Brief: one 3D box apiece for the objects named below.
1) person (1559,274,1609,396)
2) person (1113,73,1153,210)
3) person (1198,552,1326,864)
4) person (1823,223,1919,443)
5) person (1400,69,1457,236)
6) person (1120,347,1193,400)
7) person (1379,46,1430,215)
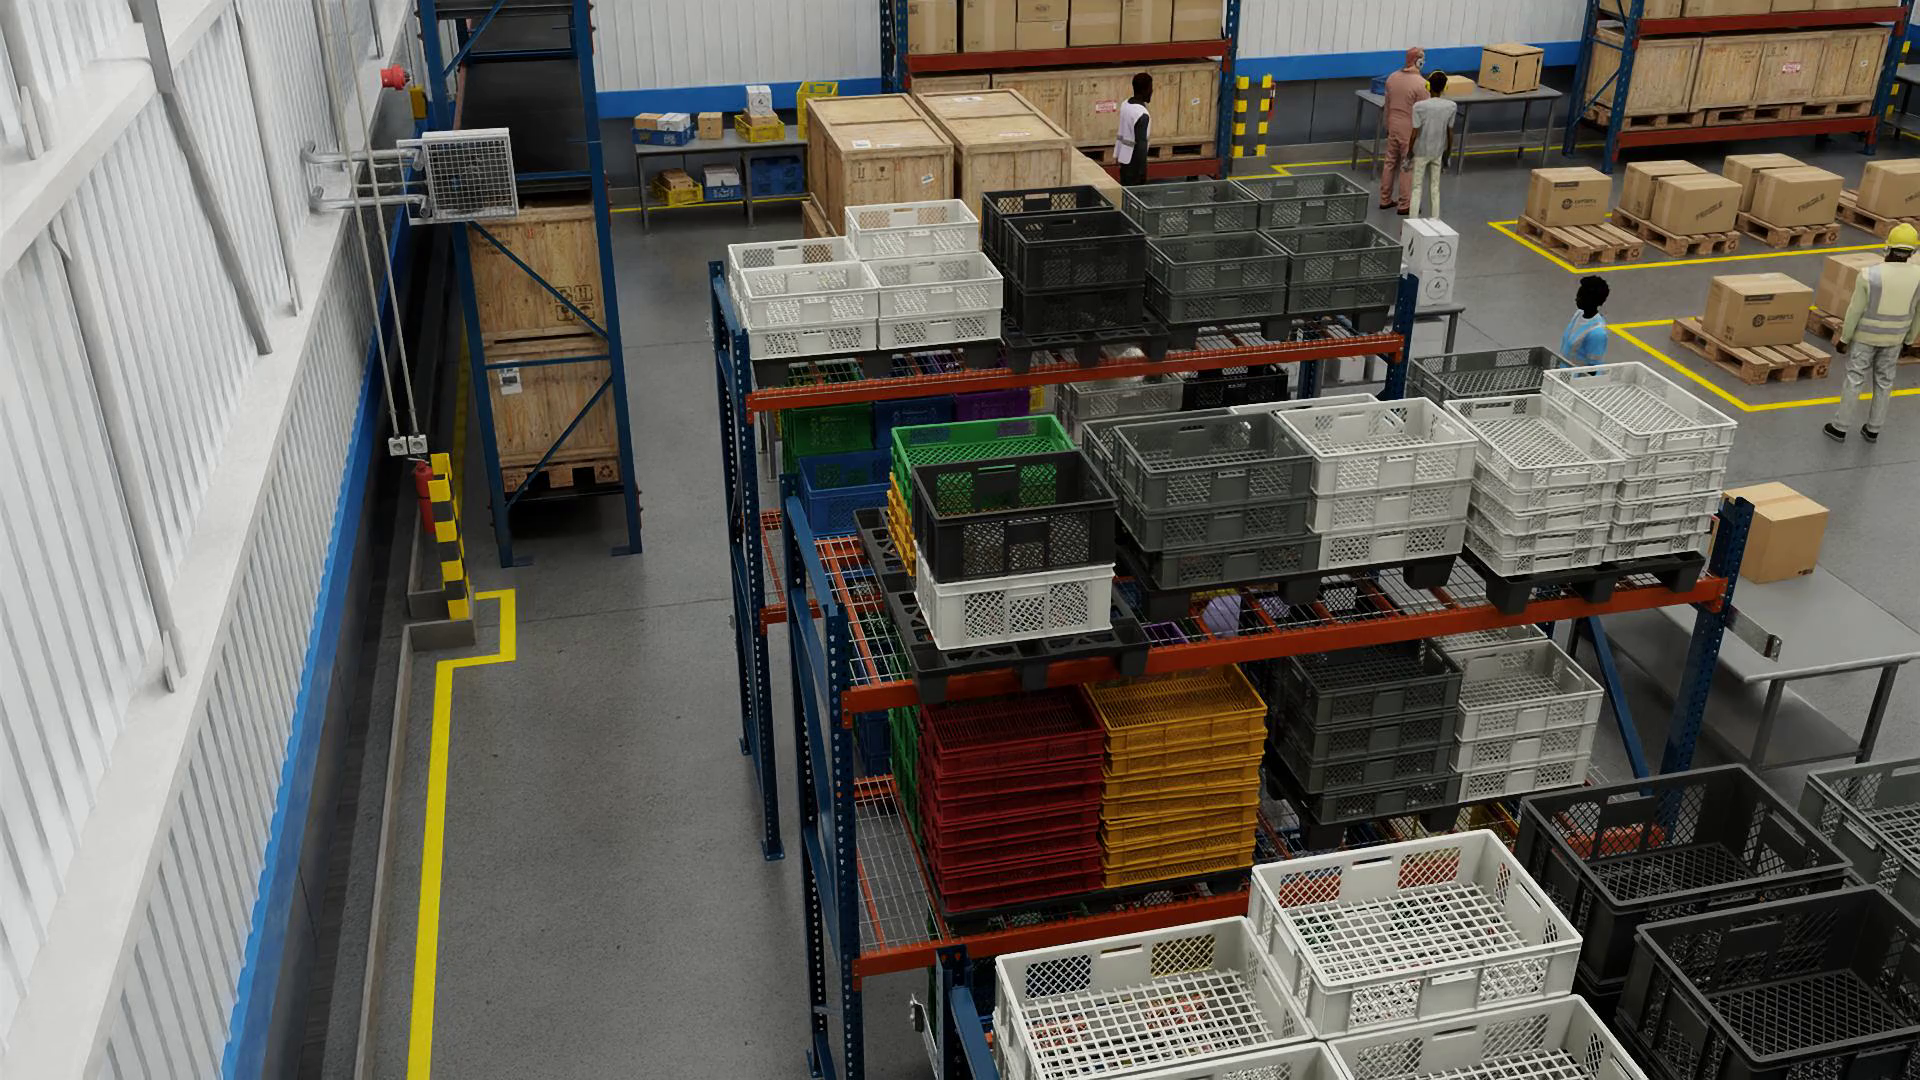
[{"bbox_3d":[4.749,-1.219,12.811,0.318,1.697,0.535,0,28,0],"label":"person"},{"bbox_3d":[1.872,-4.106,18.066,0.388,1.911,0.592,-7,29,-13],"label":"person"},{"bbox_3d":[1.531,0.856,8.626,0.634,1.933,0.371,-2,28,-3],"label":"person"},{"bbox_3d":[7.459,-1.671,13.525,0.599,1.830,0.404,3,28,5],"label":"person"},{"bbox_3d":[5.156,-4.228,18.338,0.534,1.868,0.310,-2,28,-4],"label":"person"},{"bbox_3d":[1.280,-0.709,11.715,0.589,1.839,0.898,17,32,29],"label":"person"},{"bbox_3d":[5.184,-4.748,19.283,0.411,1.909,0.643,-16,32,-28],"label":"person"}]
